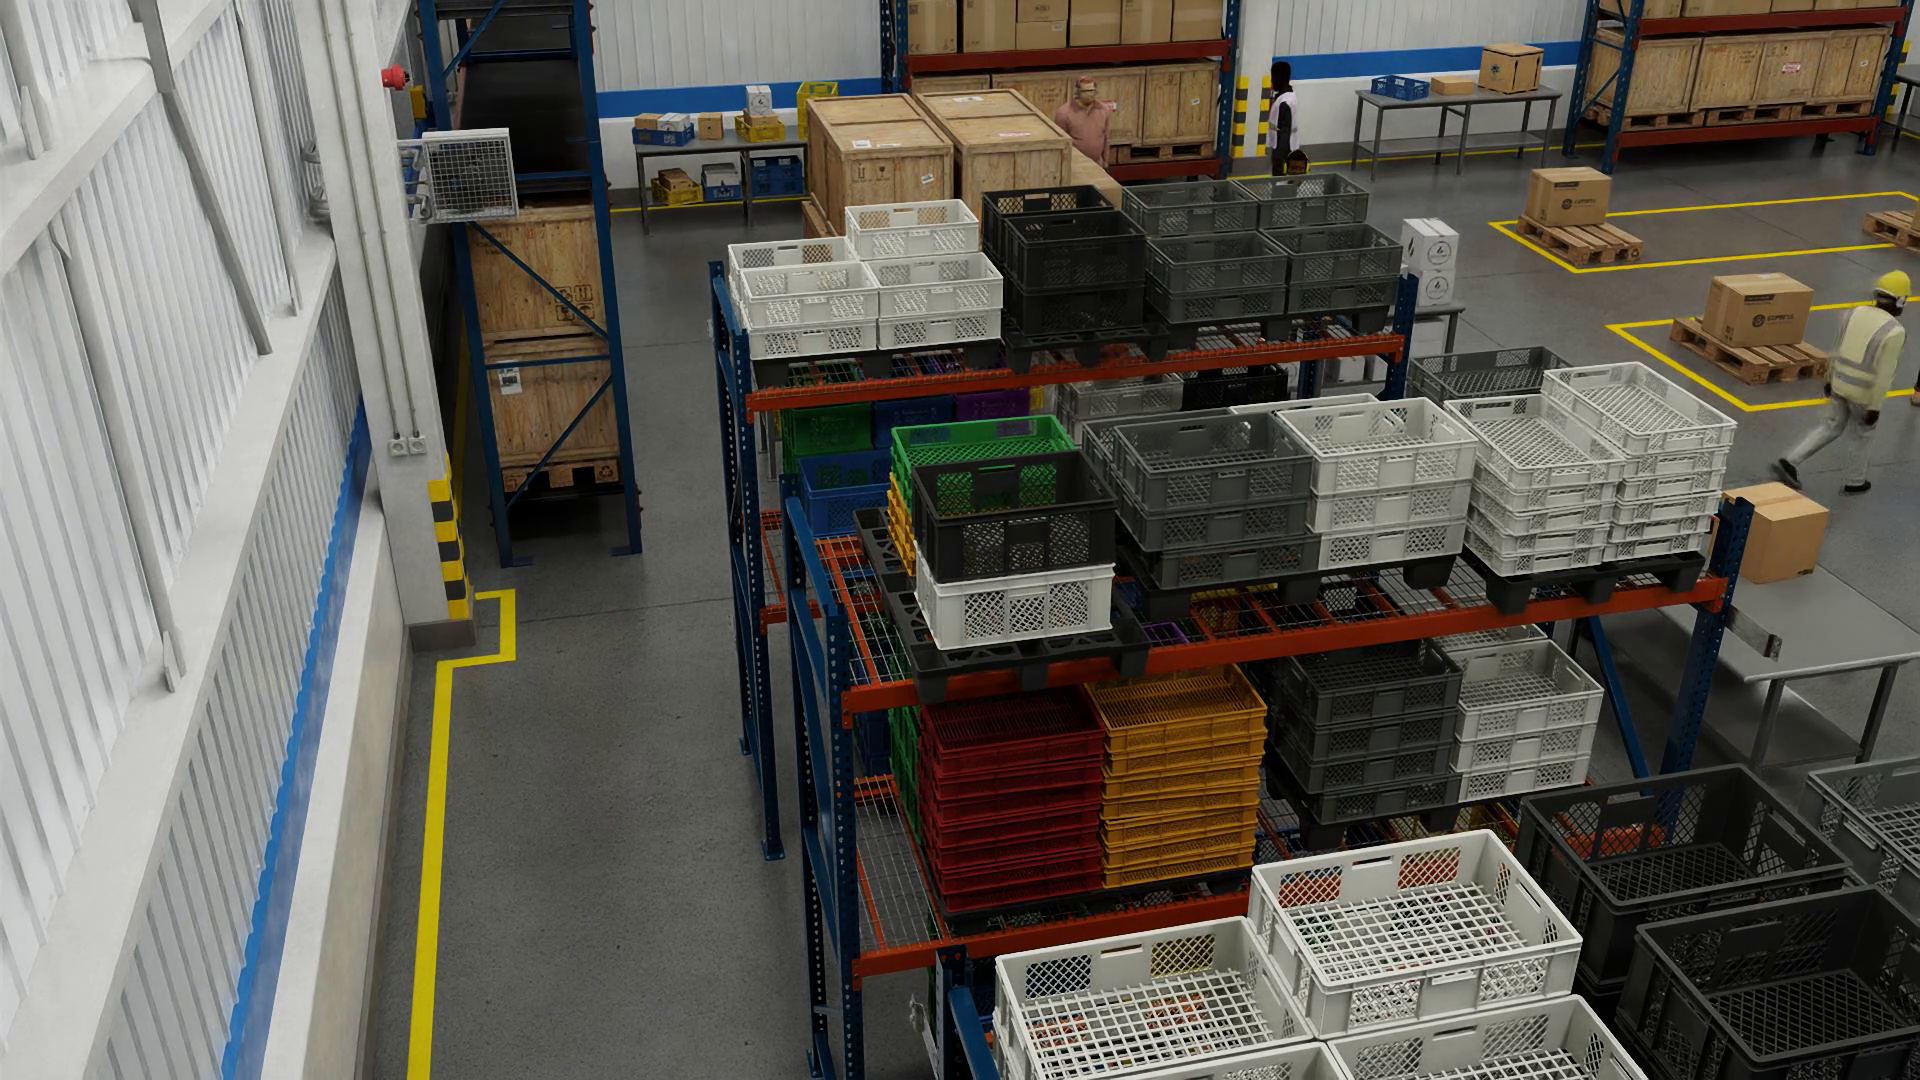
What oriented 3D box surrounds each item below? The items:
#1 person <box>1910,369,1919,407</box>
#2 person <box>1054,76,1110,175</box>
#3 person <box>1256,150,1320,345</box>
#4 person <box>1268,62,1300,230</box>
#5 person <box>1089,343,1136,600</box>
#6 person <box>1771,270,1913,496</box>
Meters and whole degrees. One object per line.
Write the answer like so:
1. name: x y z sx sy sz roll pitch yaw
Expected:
1. person: 8.496 -1.910 14.124 0.533 1.693 0.320 18 33 31
2. person: 1.330 -4.041 17.941 0.652 1.906 0.409 -11 30 -19
3. person: 3.031 -2.686 15.405 0.510 1.877 0.328 4 28 7
4. person: 3.583 -4.363 18.542 0.396 1.919 0.590 4 28 8
5. person: 1.027 -0.450 11.162 0.435 1.880 0.601 0 28 0
6. person: 6.731 -1.158 12.601 0.771 1.792 0.630 -7 29 -14
